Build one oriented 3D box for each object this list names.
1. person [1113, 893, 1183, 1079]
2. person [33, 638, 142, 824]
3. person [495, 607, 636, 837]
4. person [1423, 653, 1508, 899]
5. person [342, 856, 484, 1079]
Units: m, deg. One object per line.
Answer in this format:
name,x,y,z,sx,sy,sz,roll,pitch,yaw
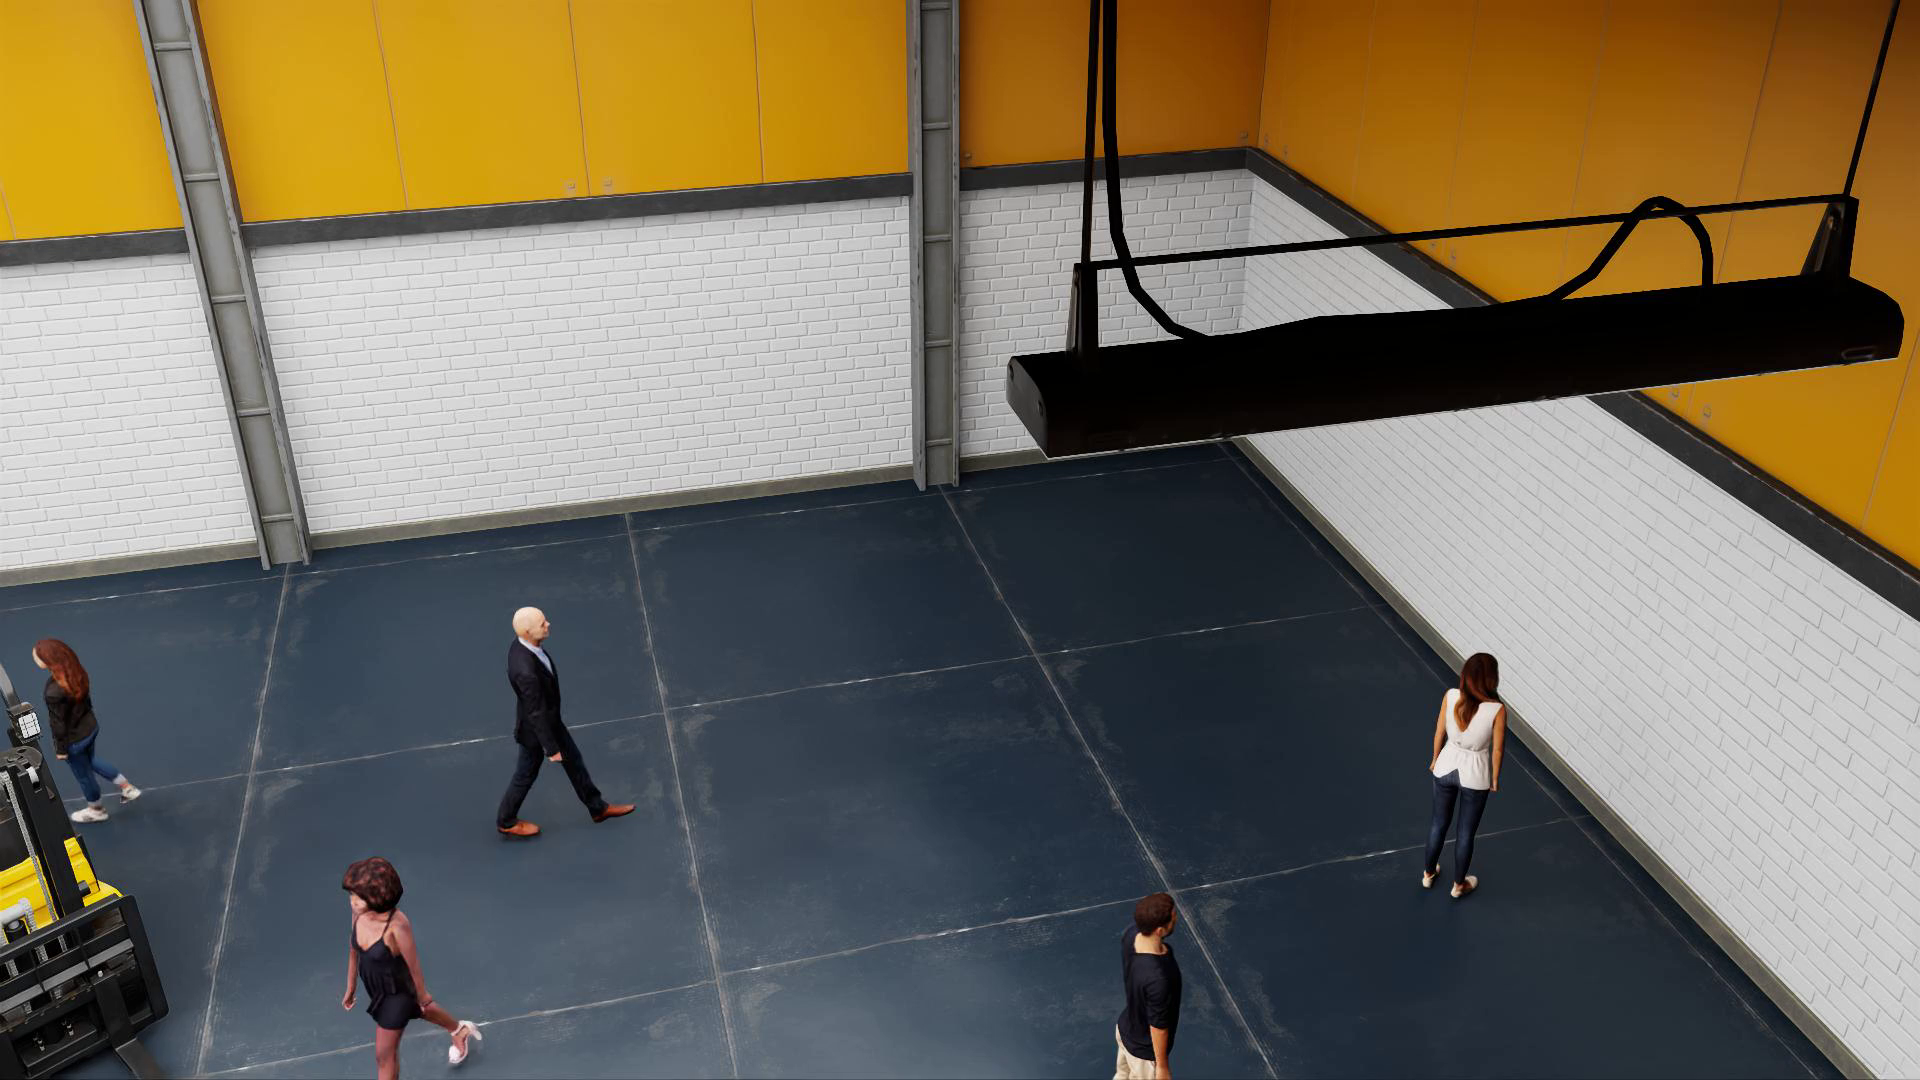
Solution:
person,0.945,2.571,8.588,0.553,1.852,0.637,-6,29,-11
person,-5.929,1.300,11.315,0.746,1.471,0.642,-1,29,-2
person,-2.885,1.266,11.083,1.206,1.754,0.814,-4,29,-7
person,3.205,1.502,10.618,0.683,1.784,0.721,19,34,31
person,-3.003,2.390,9.032,1.015,1.744,1.156,19,34,30
